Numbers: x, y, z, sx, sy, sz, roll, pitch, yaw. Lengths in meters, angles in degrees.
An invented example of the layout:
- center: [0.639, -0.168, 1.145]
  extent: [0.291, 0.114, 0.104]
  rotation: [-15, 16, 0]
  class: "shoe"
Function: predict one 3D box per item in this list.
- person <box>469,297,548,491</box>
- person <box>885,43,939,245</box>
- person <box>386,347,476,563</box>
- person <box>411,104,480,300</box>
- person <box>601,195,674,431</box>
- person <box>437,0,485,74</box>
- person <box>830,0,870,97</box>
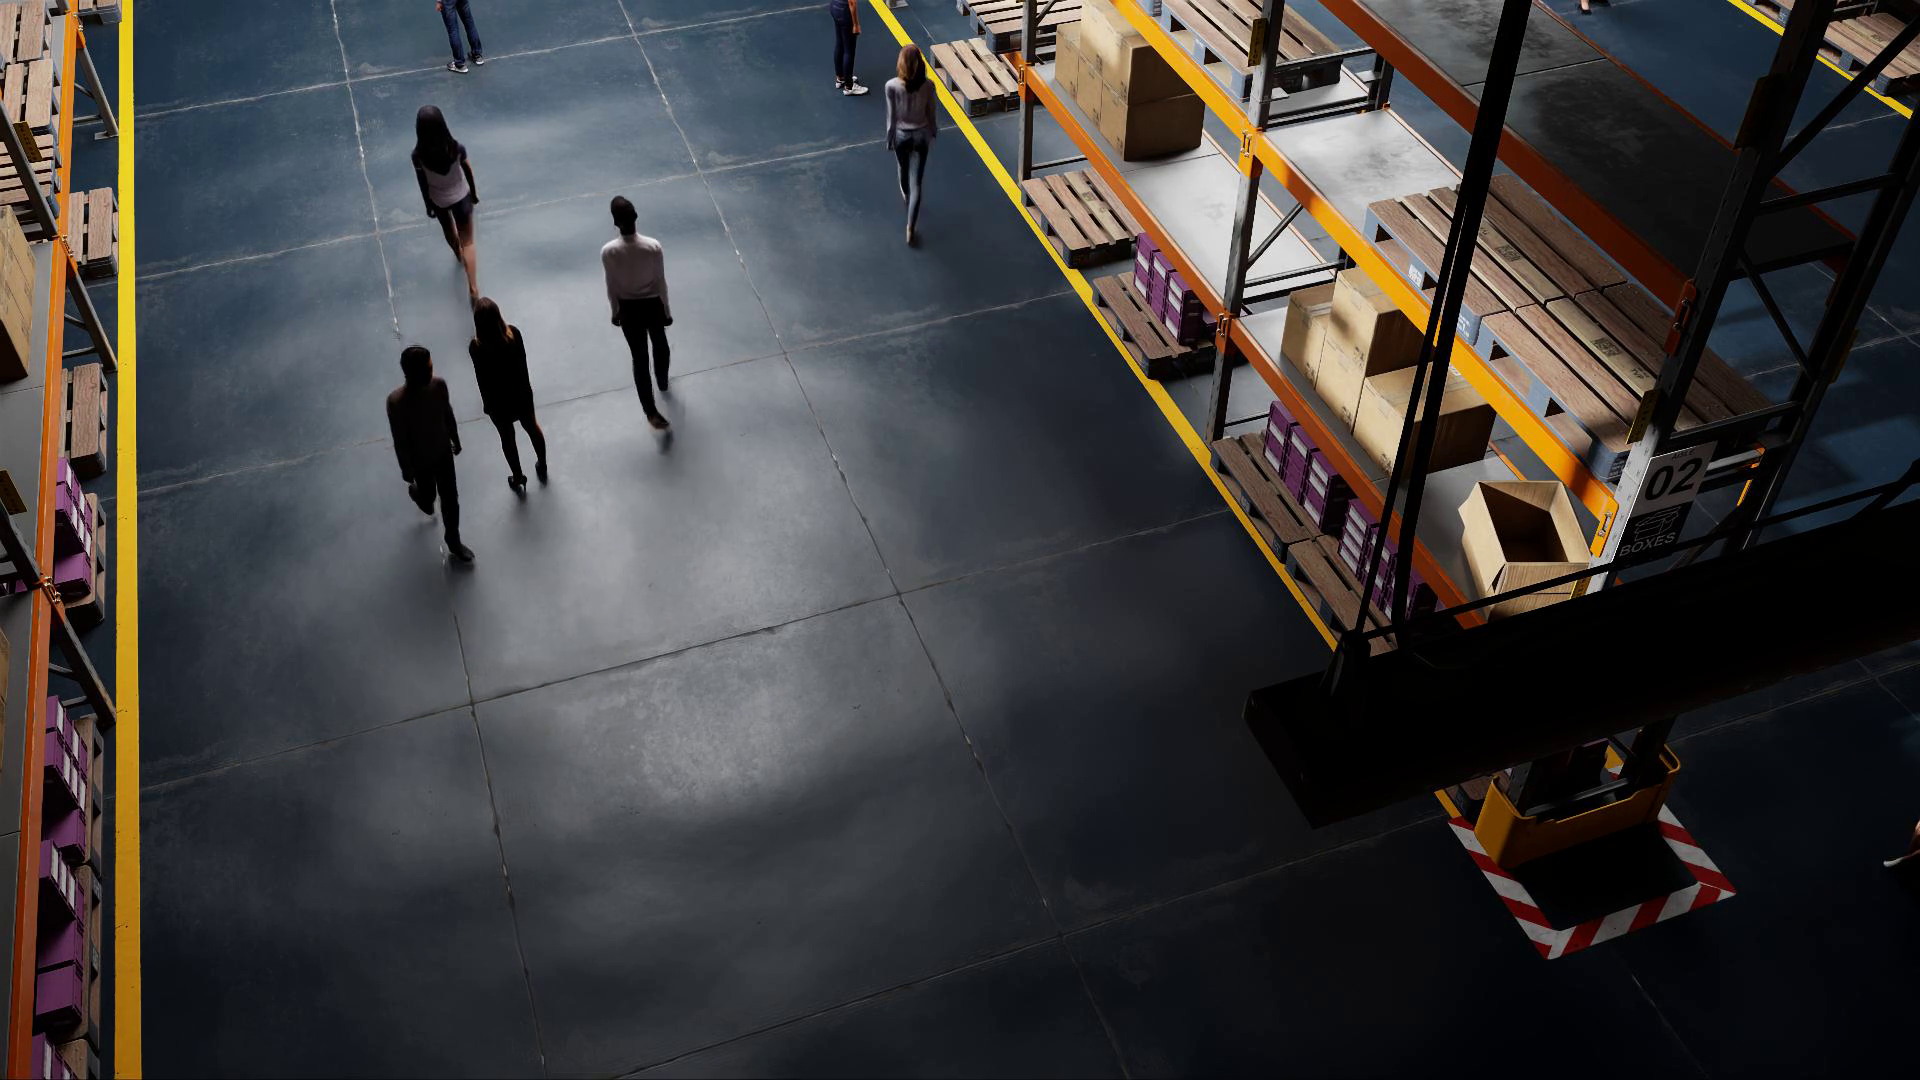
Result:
- center: [-3.295, -1.058, 12.118]
  extent: [0.602, 1.676, 0.567]
  rotation: [-29, 51, -27]
  class: "person"
- center: [-0.418, -3.429, 14.552]
  extent: [0.828, 1.751, 1.201]
  rotation: [-3, 44, -3]
  class: "person"
- center: [-3.760, -0.651, 11.646]
  extent: [0.947, 1.737, 1.125]
  rotation: [-28, 50, -26]
  class: "person"
- center: [-4.271, -2.808, 13.968]
  extent: [0.662, 1.658, 1.148]
  rotation: [-12, 45, -12]
  class: "person"
- center: [-2.422, -1.685, 12.670]
  extent: [0.777, 1.821, 1.243]
  rotation: [-6, 44, -6]
  class: "person"
- center: [-5.160, -5.537, 16.904]
  extent: [0.655, 1.559, 0.619]
  rotation: [29, 51, 27]
  class: "person"
- center: [-1.150, -5.229, 16.530]
  extent: [0.640, 1.629, 0.476]
  rotation: [-18, 46, -18]
  class: "person"
